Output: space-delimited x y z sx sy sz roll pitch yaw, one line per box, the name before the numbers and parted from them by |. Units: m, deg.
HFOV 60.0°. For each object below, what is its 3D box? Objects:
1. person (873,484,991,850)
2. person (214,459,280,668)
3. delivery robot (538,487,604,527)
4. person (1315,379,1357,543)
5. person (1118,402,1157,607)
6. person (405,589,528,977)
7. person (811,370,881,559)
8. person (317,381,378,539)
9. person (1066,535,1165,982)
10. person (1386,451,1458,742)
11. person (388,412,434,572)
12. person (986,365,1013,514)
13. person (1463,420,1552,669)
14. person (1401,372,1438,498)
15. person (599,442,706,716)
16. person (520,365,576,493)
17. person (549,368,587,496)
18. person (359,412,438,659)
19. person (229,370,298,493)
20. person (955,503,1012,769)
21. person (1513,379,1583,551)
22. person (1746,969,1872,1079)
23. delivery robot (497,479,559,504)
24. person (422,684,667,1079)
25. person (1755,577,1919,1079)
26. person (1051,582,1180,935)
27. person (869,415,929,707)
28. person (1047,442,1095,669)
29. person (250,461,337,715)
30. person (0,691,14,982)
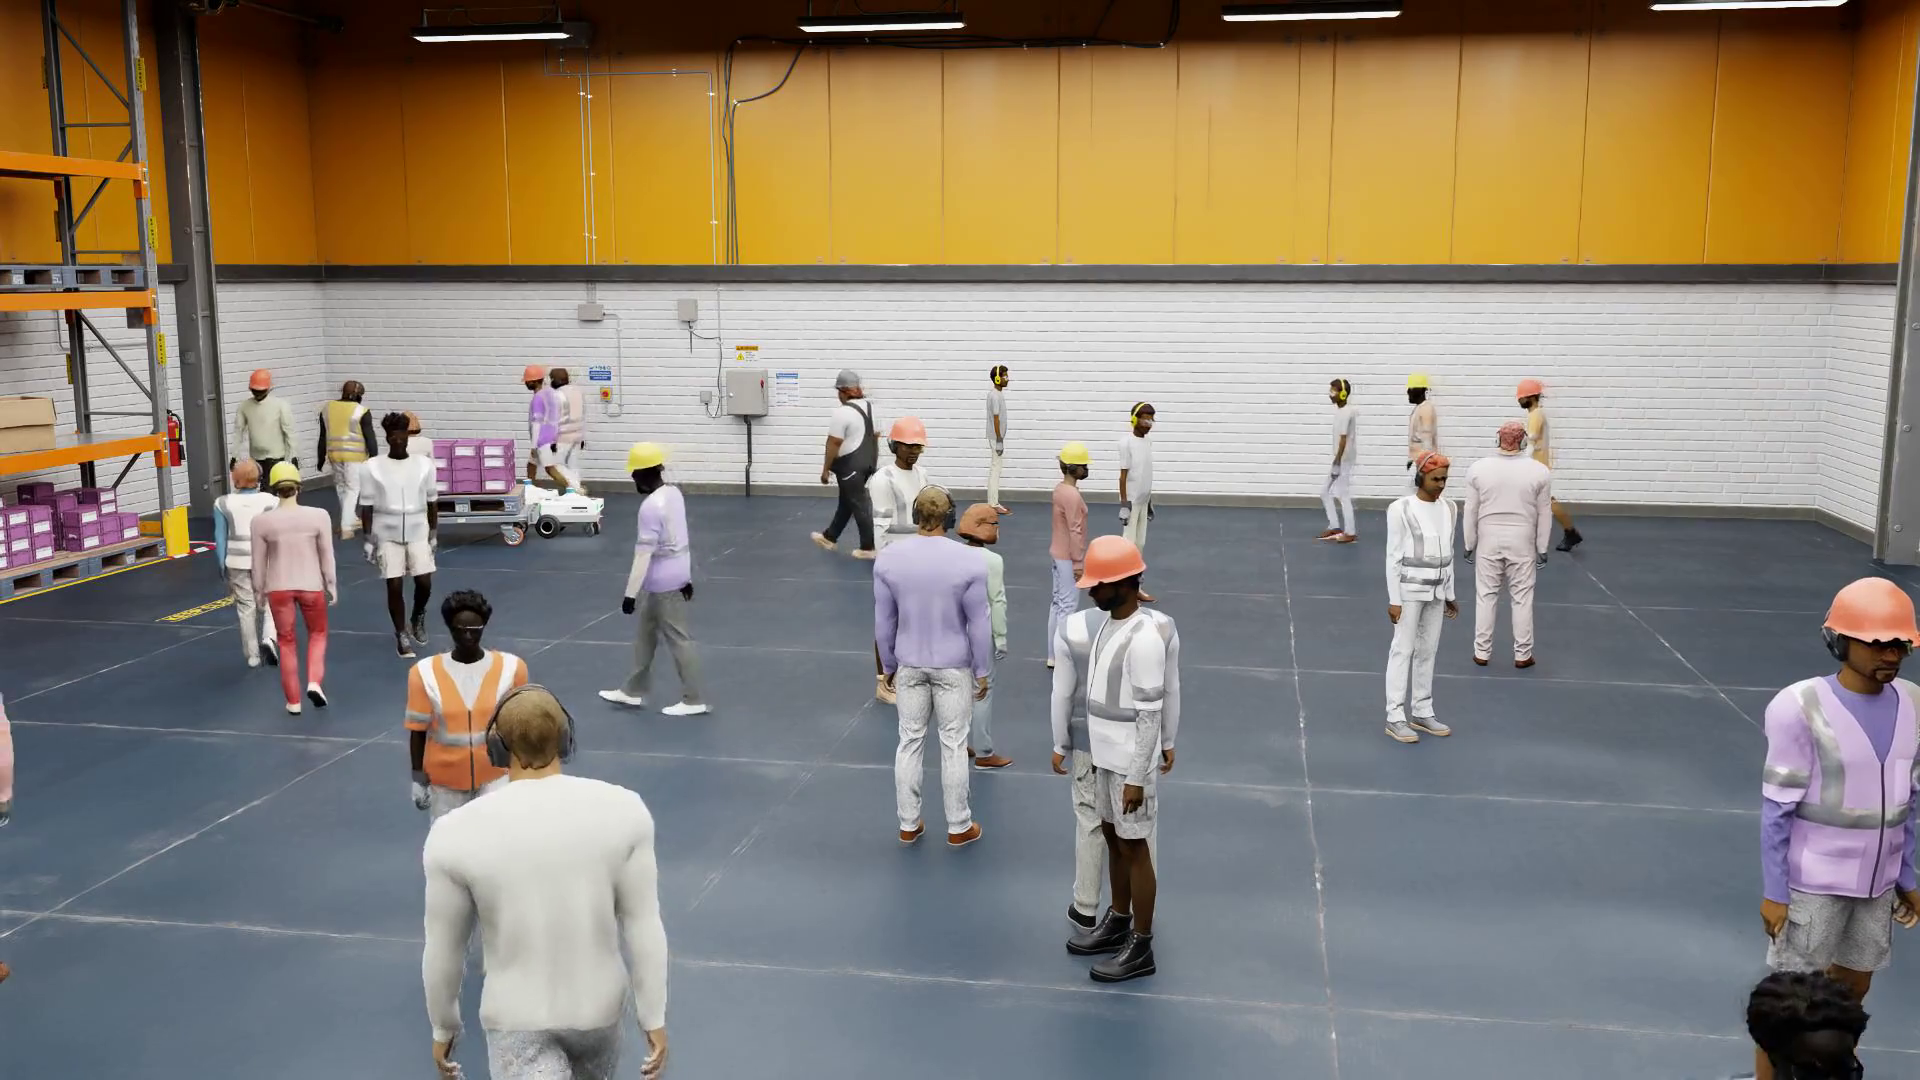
person | -0.138 0.669 8.738 0.629 1.940 0.372 2 9 15
person | -5.378 0.198 12.637 0.519 1.627 0.459 -3 10 -16
delivery robot | -4.466 -0.362 19.119 0.707 0.478 0.477 0 9 -2
person | 4.202 -0.876 18.616 0.603 1.847 0.547 1 9 7
person | 1.625 -0.328 15.156 0.328 1.863 0.533 6 11 34
person | -2.184 1.015 7.431 0.537 1.670 0.799 -3 10 -16
person | -1.251 -0.830 17.716 0.989 2.000 0.707 5 10 28
person | -7.011 -0.930 19.119 0.693 1.789 0.787 2 9 13
person | 0.673 0.930 7.151 0.372 1.928 0.543 -2 9 -13
person | 3.006 0.359 10.816 0.572 1.887 0.356 -5 11 -30
person | -5.572 -0.493 16.912 0.282 1.627 0.512 8 12 41
person | 0.490 -1.259 20.908 0.328 1.872 0.514 0 9 -3
person | 4.201 0.032 12.789 0.644 1.907 0.399 4 10 22
person | 5.169 -0.932 18.744 0.431 1.908 0.614 1 9 7
person | -2.149 0.276 11.315 0.901 1.882 0.604 1 9 6
person | -5.236 -1.268 20.953 0.991 1.887 0.545 0 9 -1
person | -4.993 -1.290 21.243 0.509 1.822 0.654 4 10 24
person | -4.405 -0.041 13.097 0.614 1.950 0.447 -5 10 -26
person | -7.882 -0.945 18.738 0.720 1.926 0.919 1 9 9
person | 0.107 0.582 10.218 0.283 1.631 0.503 -7 12 -39
person | 6.294 -0.805 18.059 0.993 1.899 0.556 2 9 12
person | 1.693 1.642 3.547 0.536 1.677 0.696 1 9 6
delivery robot | -5.157 -0.480 19.852 0.707 0.478 0.477 -2 9 -10
person | -1.190 1.343 4.767 0.648 1.861 1.127 -4 10 -25
person | 2.974 1.127 5.571 0.611 2.042 0.394 -2 9 -14
person | 0.706 0.899 7.627 0.599 1.834 0.404 -1 9 -6
person | -0.381 0.138 11.715 0.394 2.040 0.609 6 11 31
person | 0.844 0.140 12.550 0.325 1.767 0.533 -2 9 -10
person | -4.567 0.330 11.411 0.542 1.750 0.367 -4 10 -21
person | -4.206 1.011 6.769 0.668 1.889 0.576 -2 9 -10
